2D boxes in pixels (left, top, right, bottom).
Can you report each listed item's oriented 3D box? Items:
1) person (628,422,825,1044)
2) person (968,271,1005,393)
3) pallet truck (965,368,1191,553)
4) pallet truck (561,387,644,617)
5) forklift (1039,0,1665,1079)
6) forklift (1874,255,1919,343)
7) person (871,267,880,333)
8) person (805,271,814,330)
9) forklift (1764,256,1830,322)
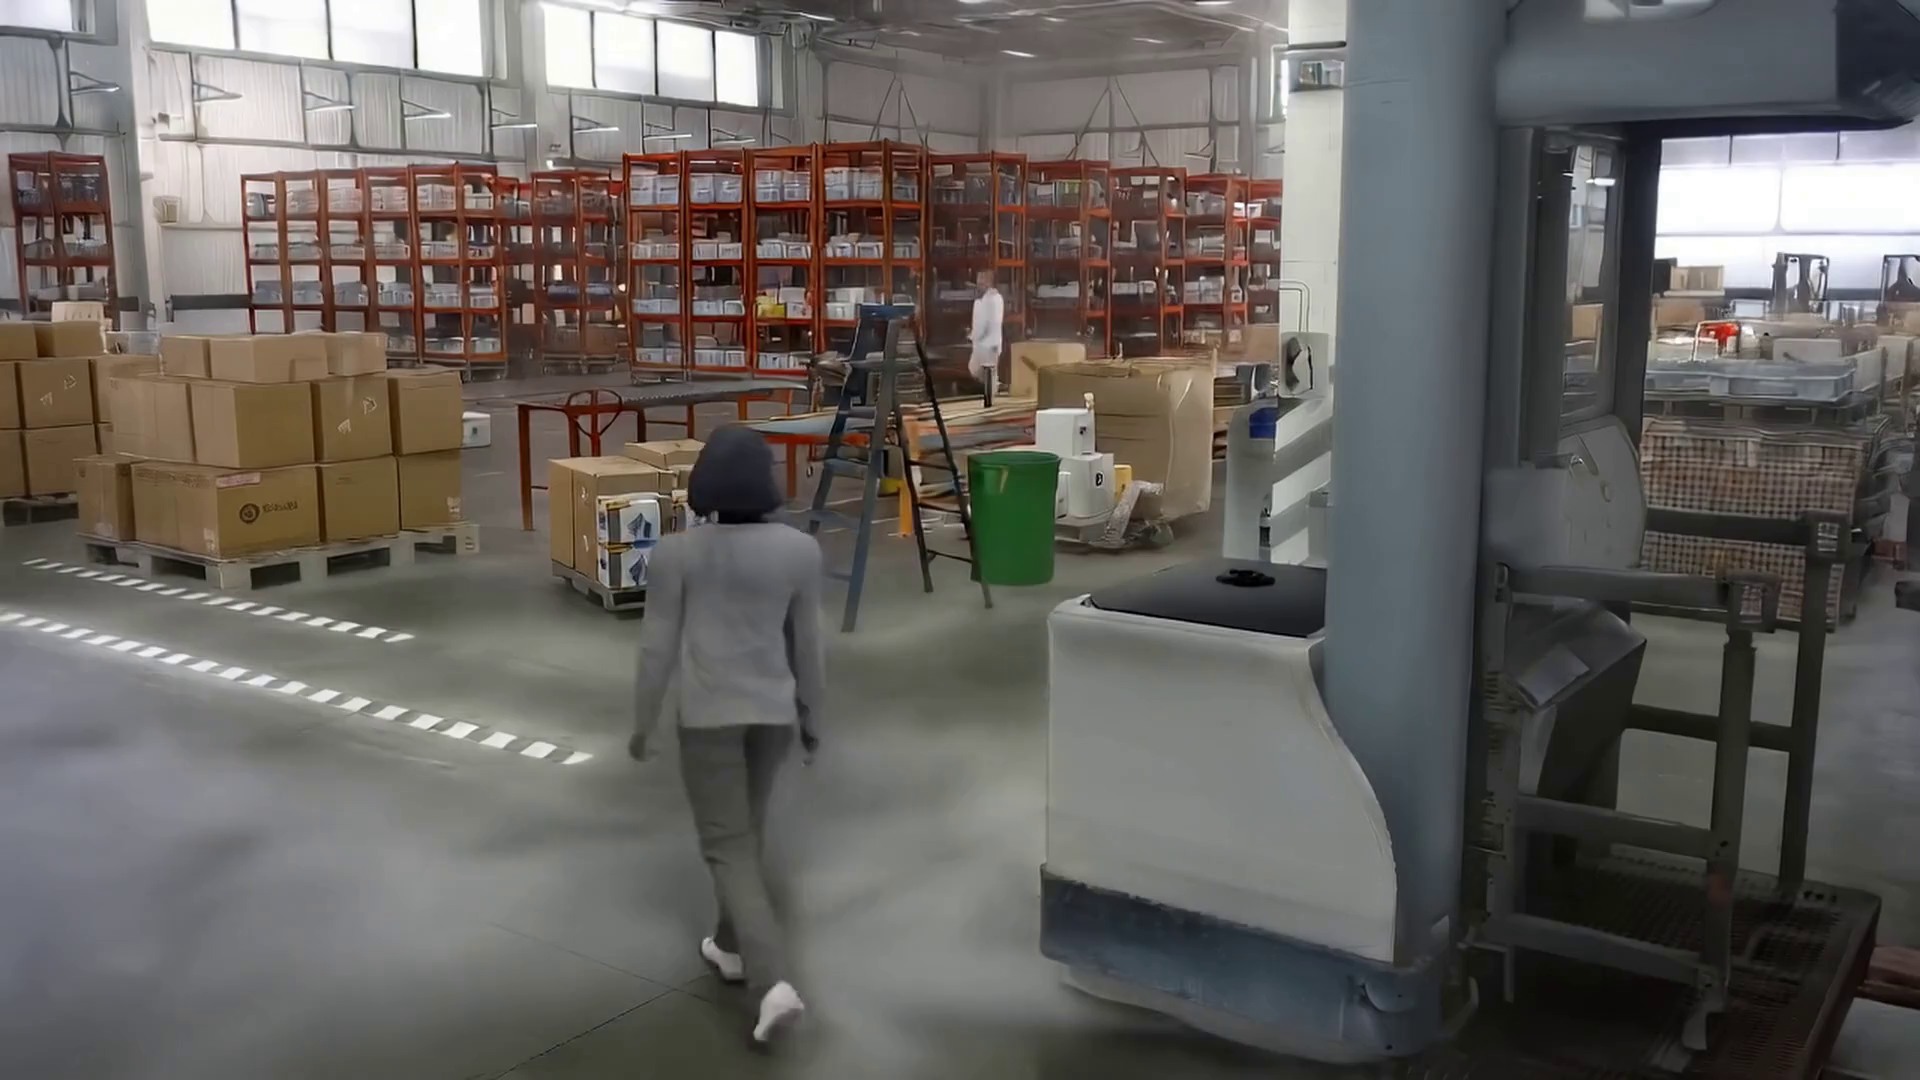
[{"bbox_3d":[-0.573,0.491,4.414,0.506,1.604,0.782,-6,11,-32],"label":"person"},{"bbox_3d":[0.359,-2.646,22.258,0.443,1.893,0.651,-5,11,-29],"label":"person"},{"bbox_3d":[0.845,-0.609,11.869,1.630,1.274,0.653,7,12,35],"label":"pallet truck"},{"bbox_3d":[-1.981,-0.274,10.088,0.680,1.201,1.601,-5,11,-28],"label":"pallet truck"},{"bbox_3d":[1.249,-0.137,4.360,1.873,2.768,1.129,7,12,35],"label":"forklift"},{"bbox_3d":[22.089,-5.634,38.796,1.157,1.987,2.680,6,11,33],"label":"forklift"},{"bbox_3d":[-1.561,-4.055,30.363,0.508,1.975,0.642,6,11,30],"label":"person"},{"bbox_3d":[-2.787,-4.212,31.726,0.390,1.838,0.563,0,10,-3],"label":"person"},{"bbox_3d":[20.253,-5.854,40.139,1.157,1.987,2.680,7,12,35],"label":"forklift"}]
